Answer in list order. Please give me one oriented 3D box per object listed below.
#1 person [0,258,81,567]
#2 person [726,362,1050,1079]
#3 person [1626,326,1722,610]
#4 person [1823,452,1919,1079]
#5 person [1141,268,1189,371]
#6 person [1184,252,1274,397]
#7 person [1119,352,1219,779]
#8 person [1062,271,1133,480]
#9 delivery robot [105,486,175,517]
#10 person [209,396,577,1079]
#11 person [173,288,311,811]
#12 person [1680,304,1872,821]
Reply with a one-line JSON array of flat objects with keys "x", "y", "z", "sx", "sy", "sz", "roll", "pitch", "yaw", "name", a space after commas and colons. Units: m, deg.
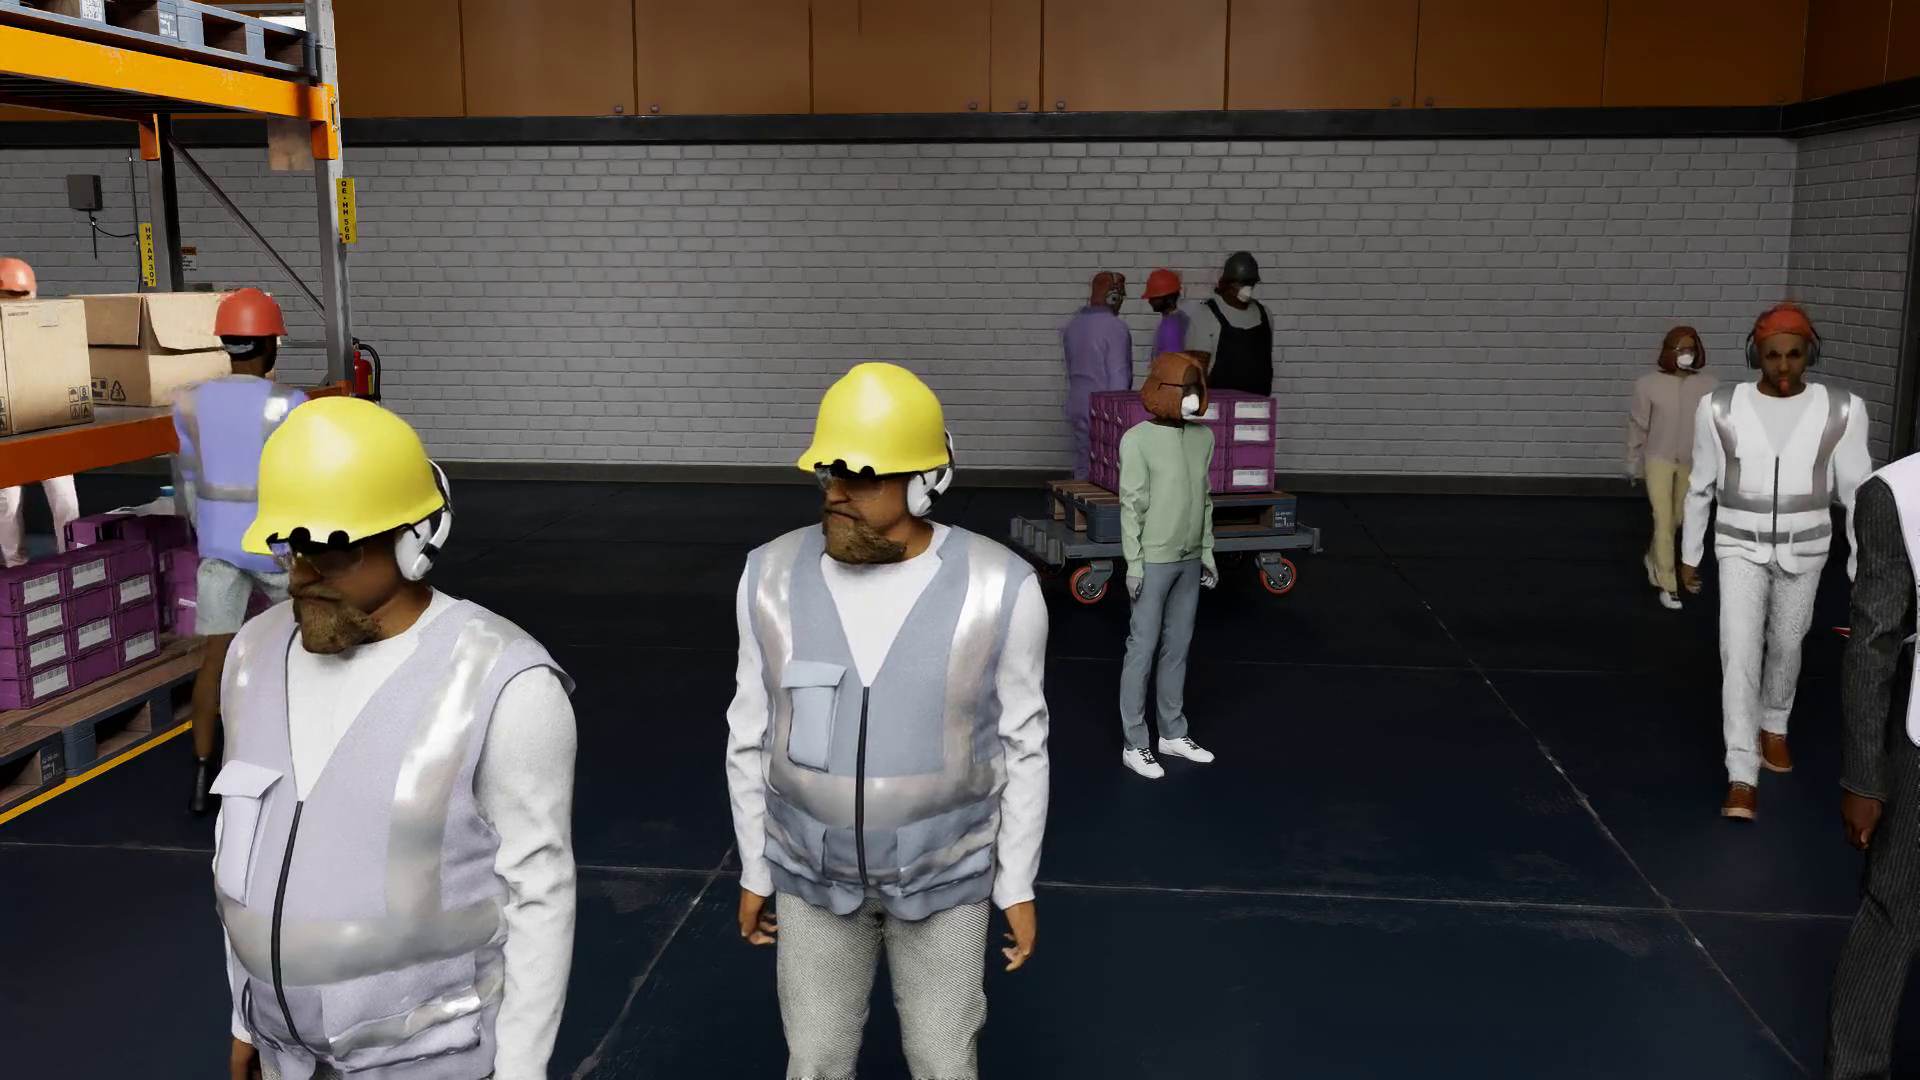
[{"x": -5.252, "y": -0.585, "z": 9.378, "sx": 0.627, "sy": 1.969, "sz": 0.788, "roll": -10, "pitch": 14, "yaw": -43, "name": "person"}, {"x": -0.137, "y": 0.592, "z": 3.032, "sx": 0.592, "sy": 1.829, "sz": 0.404, "roll": 1, "pitch": 10, "yaw": 8, "name": "person"}, {"x": 4.132, "y": -0.451, "z": 9.675, "sx": 0.505, "sy": 1.600, "sz": 0.832, "roll": 1, "pitch": 10, "yaw": 3, "name": "person"}, {"x": 2.130, "y": 0.460, "z": 3.526, "sx": 0.594, "sy": 1.917, "sz": 0.373, "roll": -1, "pitch": 10, "yaw": -8, "name": "person"}, {"x": 1.683, "y": -1.077, "z": 12.424, "sx": 0.893, "sy": 1.894, "sz": 0.548, "roll": 3, "pitch": 10, "yaw": 19, "name": "person"}, {"x": 1.935, "y": -0.982, "z": 11.436, "sx": 0.712, "sy": 2.000, "sz": 0.964, "roll": -4, "pitch": 11, "yaw": -20, "name": "person"}, {"x": 0.812, "y": 0.090, "z": 6.459, "sx": 0.499, "sy": 1.634, "sz": 0.288, "roll": -9, "pitch": 13, "yaw": -41, "name": "person"}, {"x": 1.049, "y": -0.848, "z": 11.135, "sx": 0.754, "sy": 1.871, "sz": 0.686, "roll": -6, "pitch": 12, "yaw": -33, "name": "person"}, {"x": -4.893, "y": -0.092, "z": 10.319, "sx": 0.707, "sy": 0.478, "sz": 0.477, "roll": -1, "pitch": 10, "yaw": -6, "name": "delivery robot"}, {"x": -0.841, "y": 0.700, "z": 2.419, "sx": 0.586, "sy": 1.826, "sz": 0.403, "roll": 3, "pitch": 10, "yaw": 19, "name": "person"}, {"x": -2.639, "y": 0.009, "z": 6.233, "sx": 0.560, "sy": 1.881, "sz": 1.039, "roll": 1, "pitch": 10, "yaw": 4, "name": "person"}, {"x": 3.017, "y": 0.045, "z": 6.165, "sx": 0.620, "sy": 1.841, "sz": 1.014, "roll": 4, "pitch": 11, "yaw": 23, "name": "person"}]
